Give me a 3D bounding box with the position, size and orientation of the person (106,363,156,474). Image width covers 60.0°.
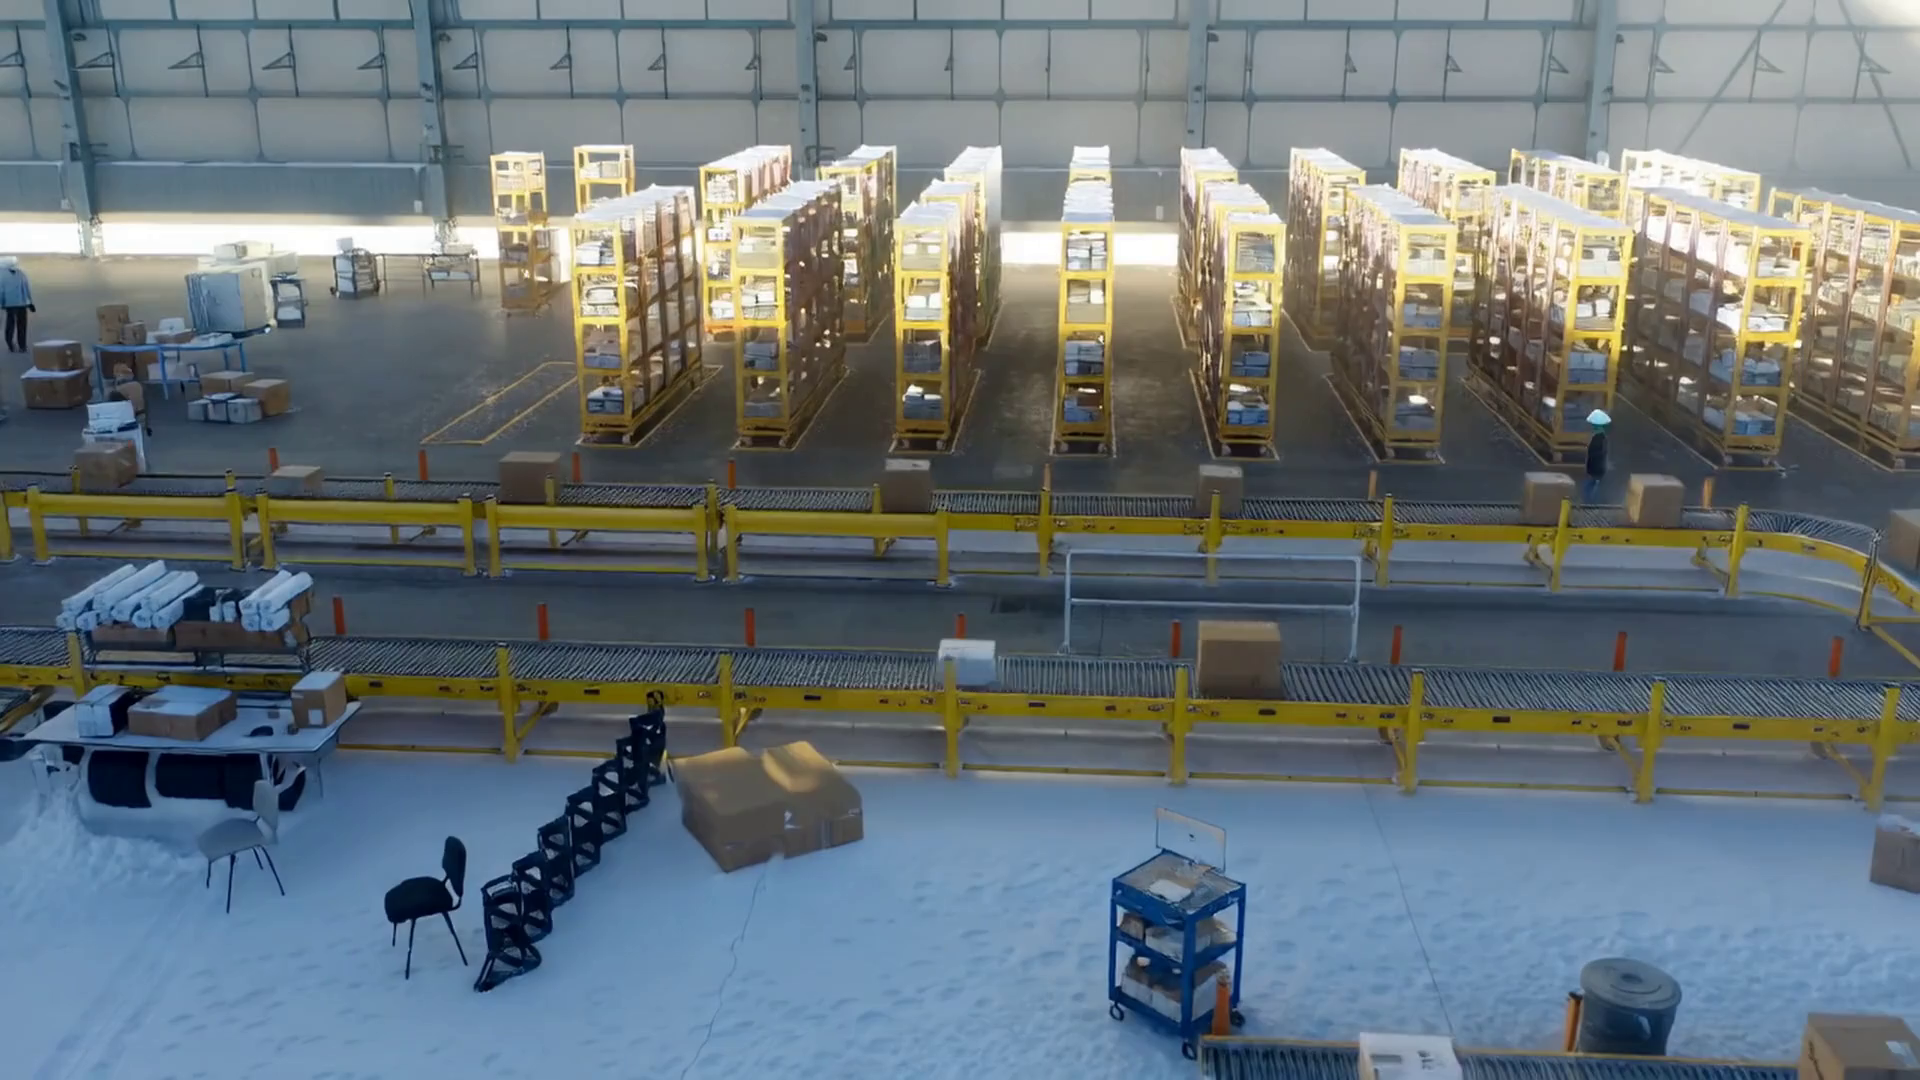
[{"bbox_3d":[-11.904,-1.643,23.867,0.947,1.788,0.591,6,18,18],"label":"person"}]

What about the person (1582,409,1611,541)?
[{"bbox_3d":[8.215,-0.828,21.323,0.582,1.746,0.535,6,18,17],"label":"person"}]

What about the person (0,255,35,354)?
[{"bbox_3d":[-18.926,-4.721,33.307,0.448,1.976,0.635,7,19,21],"label":"person"}]
